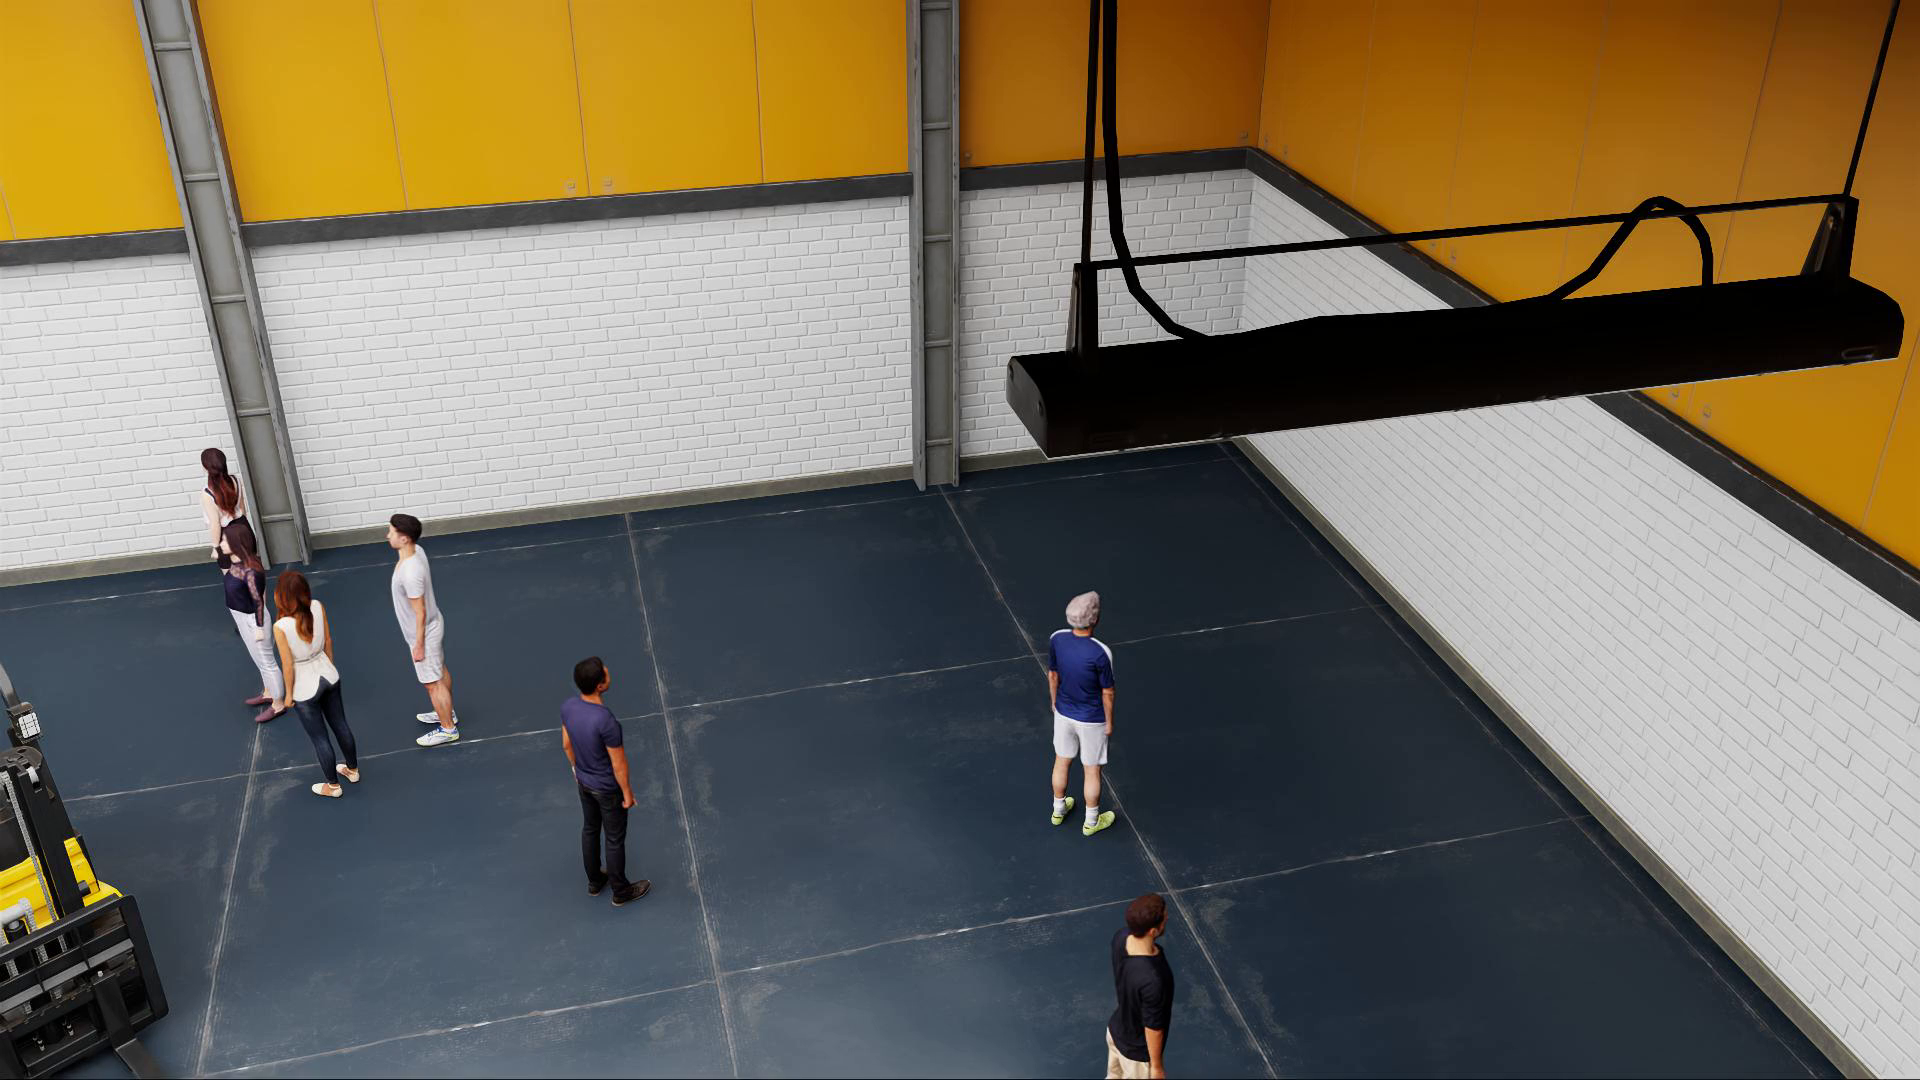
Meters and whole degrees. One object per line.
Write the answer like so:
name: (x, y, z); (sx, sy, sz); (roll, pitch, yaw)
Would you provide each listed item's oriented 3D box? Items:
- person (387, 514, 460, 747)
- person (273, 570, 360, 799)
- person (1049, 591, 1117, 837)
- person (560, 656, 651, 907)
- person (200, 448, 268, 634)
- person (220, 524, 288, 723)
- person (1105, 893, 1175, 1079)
person: (-3.913, 0.640, 12.126); (0.531, 1.854, 0.674); (-7, 29, -13)
person: (-4.468, 0.999, 11.540); (0.727, 1.784, 0.665); (16, 32, 27)
person: (0.816, 1.160, 11.188); (0.718, 1.838, 0.766); (17, 33, 29)
person: (-2.293, 1.530, 10.561); (0.710, 1.791, 0.754); (17, 33, 29)
person: (-5.904, 0.004, 13.506); (0.665, 1.649, 0.633); (10, 30, 17)
person: (-5.307, 0.610, 12.442); (0.641, 1.604, 0.665); (-17, 33, -29)
person: (0.899, 2.577, 8.577); (0.556, 1.851, 0.639); (-9, 30, -16)
